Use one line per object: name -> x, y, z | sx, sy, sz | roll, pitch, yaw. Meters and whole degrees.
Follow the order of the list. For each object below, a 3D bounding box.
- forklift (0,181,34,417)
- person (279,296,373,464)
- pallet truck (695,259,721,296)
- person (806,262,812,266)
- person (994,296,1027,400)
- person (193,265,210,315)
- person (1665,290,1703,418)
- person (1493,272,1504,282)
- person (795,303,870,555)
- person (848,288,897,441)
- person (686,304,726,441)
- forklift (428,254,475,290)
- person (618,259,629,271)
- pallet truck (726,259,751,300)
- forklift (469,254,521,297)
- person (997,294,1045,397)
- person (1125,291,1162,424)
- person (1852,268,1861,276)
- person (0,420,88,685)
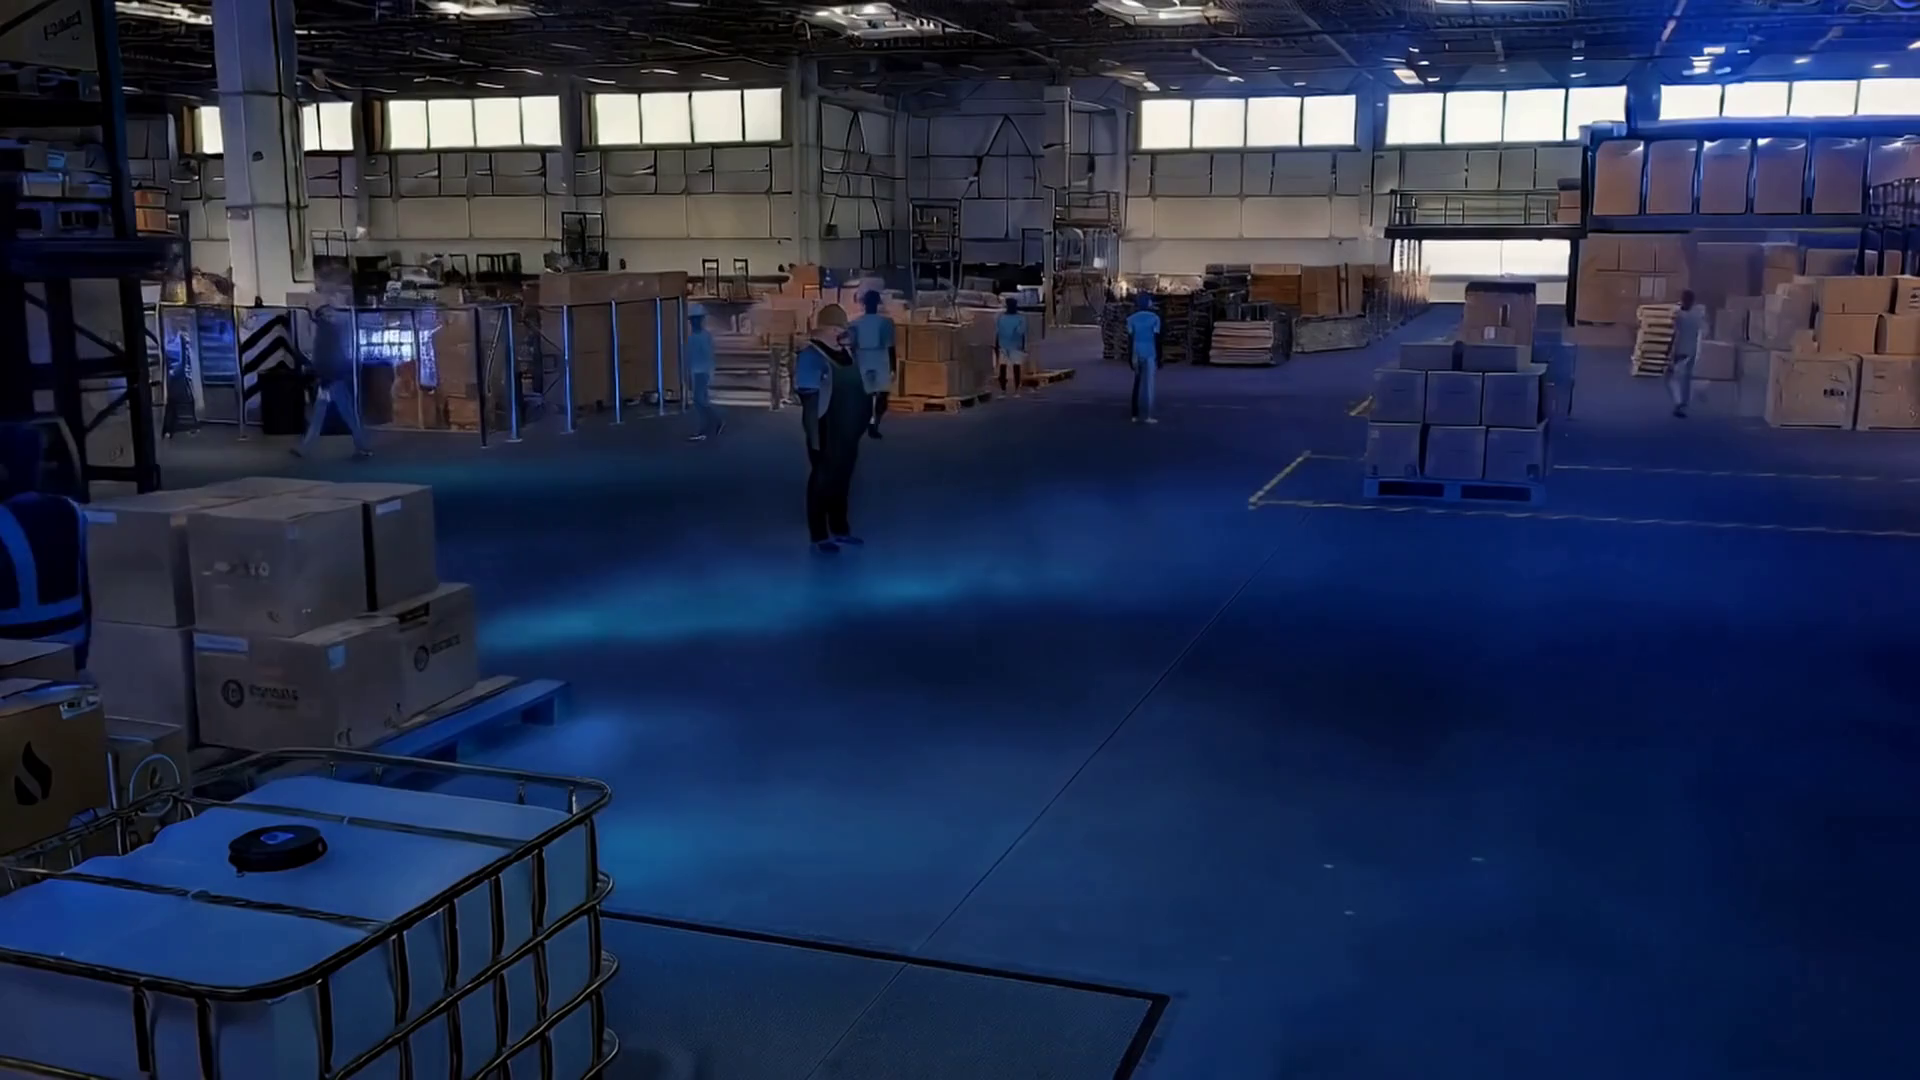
forklift -> -5.133, -0.408, 8.370 | 1.873, 2.768, 1.129 | 3, 11, 19
person -> -7.272, -1.818, 19.023 | 1.030, 1.910, 0.650 | -4, 11, -22
pallet truck -> -9.165, -9.627, 62.776 | 0.823, 1.965, 1.885 | 4, 11, 23
person -> -5.605, -9.263, 61.058 | 0.775, 1.881, 0.651 | -2, 10, -10
person -> 0.818, -3.095, 26.855 | 0.536, 1.694, 0.320 | 2, 10, 13
person -> -27.125, -8.895, 59.272 | 0.597, 1.789, 0.923 | 5, 11, 28
person -> 10.479, -2.676, 24.048 | 0.531, 1.856, 0.391 | -2, 10, -10
person -> 11.527, -4.795, 35.758 | 0.569, 1.924, 0.496 | 1, 10, 5
person -> -1.000, -0.914, 13.582 | 0.538, 2.000, 0.690 | 5, 11, 26
person -> -1.116, -2.205, 21.086 | 0.627, 1.954, 0.528 | 2, 10, 10
person -> -3.292, -2.130, 21.218 | 0.391, 1.752, 0.553 | -8, 13, -38
forklift -> -20.133, -10.254, 65.465 | 1.157, 1.987, 2.680 | 3, 11, 19
person -> -11.650, -8.706, 57.494 | 0.420, 2.027, 0.617 | -5, 11, -27
pallet truck -> -7.986, -9.493, 62.019 | 0.823, 1.965, 1.885 | 3, 11, 17
forklift -> -17.990, -10.121, 64.684 | 1.157, 1.987, 2.680 | 3, 11, 17
person -> 0.992, -3.195, 27.392 | 0.818, 1.703, 0.526 | -1, 10, -6
person -> 2.564, -2.545, 23.269 | 0.521, 1.865, 0.328 | 3, 10, 15
person -> 25.167, -6.730, 46.869 | 0.691, 1.854, 0.436 | -6, 12, -30
person -> -3.430, 0.477, 6.245 | 0.656, 1.865, 0.583 | 2, 10, 9
